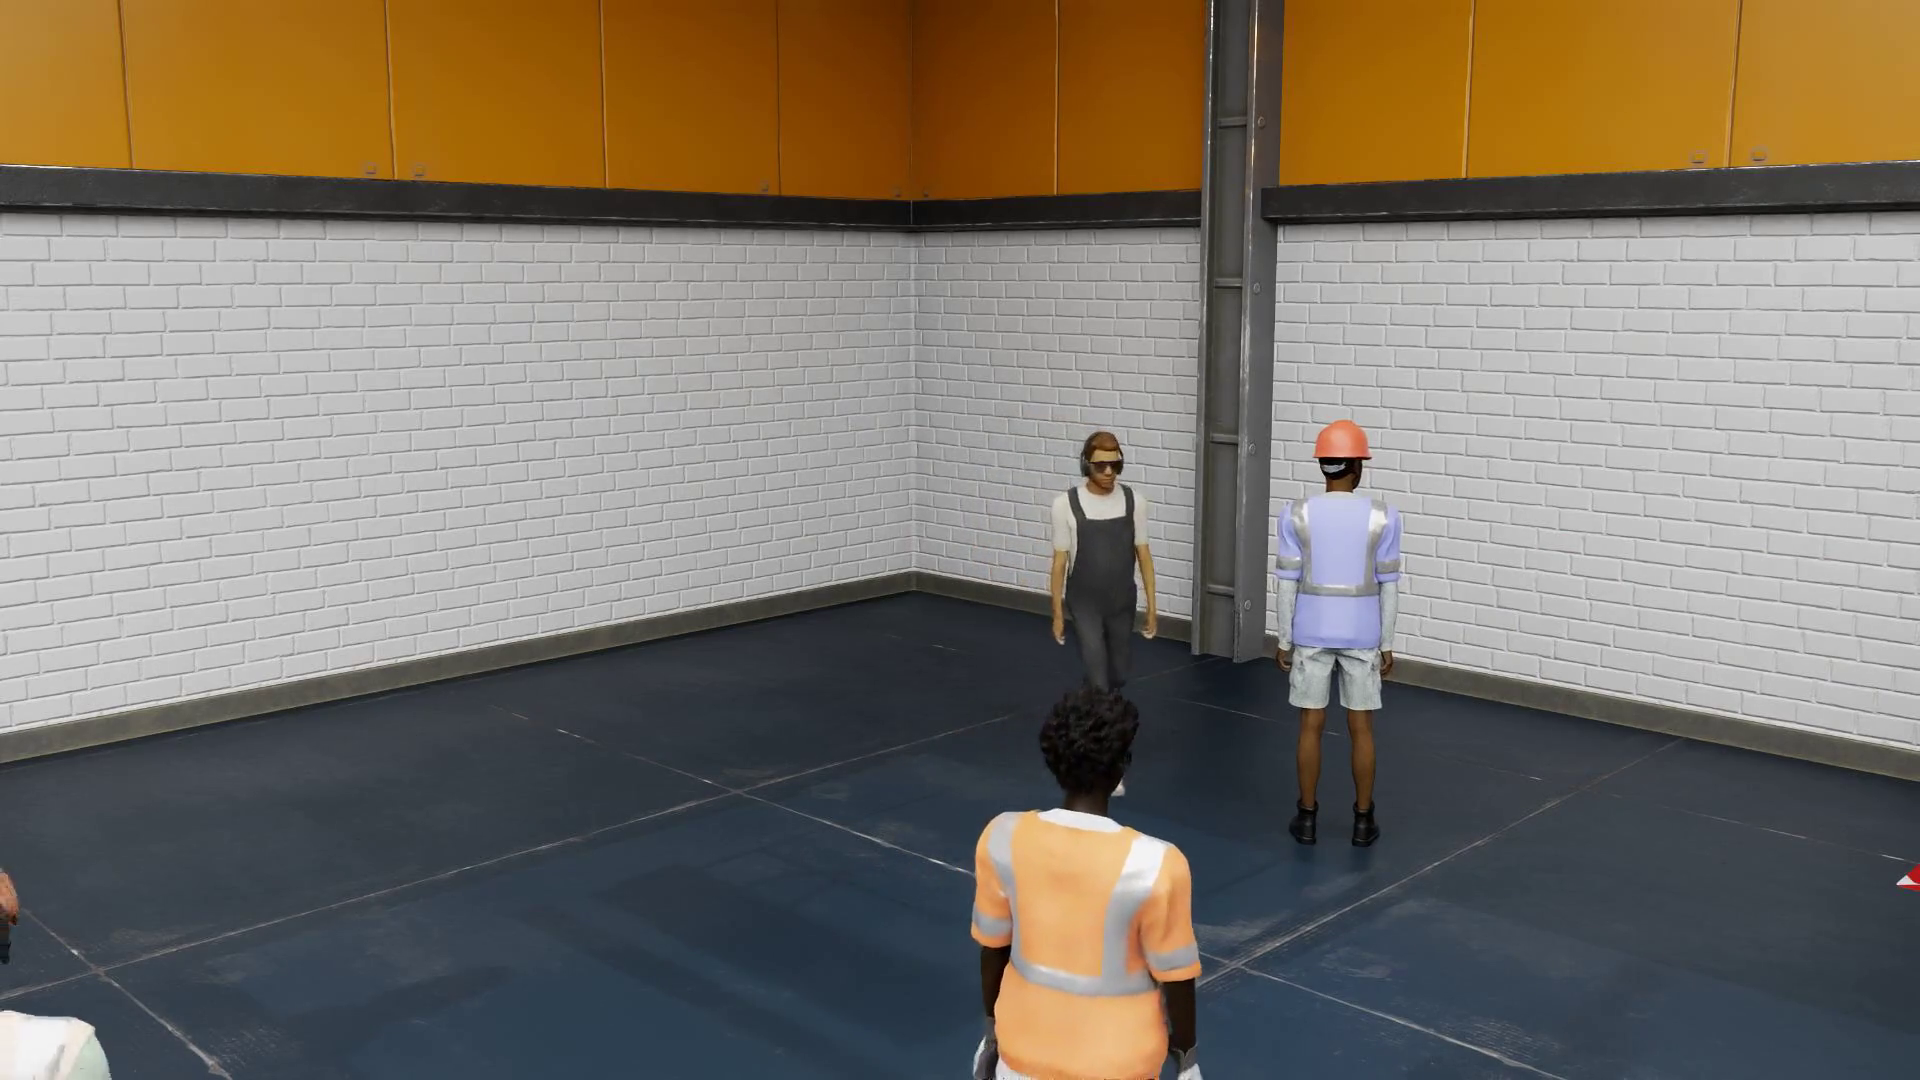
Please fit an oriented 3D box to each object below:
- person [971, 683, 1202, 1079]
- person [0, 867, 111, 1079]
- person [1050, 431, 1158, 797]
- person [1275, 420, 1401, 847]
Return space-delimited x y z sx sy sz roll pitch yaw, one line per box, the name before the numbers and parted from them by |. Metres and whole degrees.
person | 0.278 1.159 3.775 0.562 1.695 0.336 6 11 31
person | -1.715 1.349 2.878 0.534 1.601 0.850 -1 9 -3
person | 0.709 0.328 8.511 0.567 1.814 0.833 -2 9 -12
person | 1.697 0.427 7.525 0.546 1.934 0.376 2 9 12
